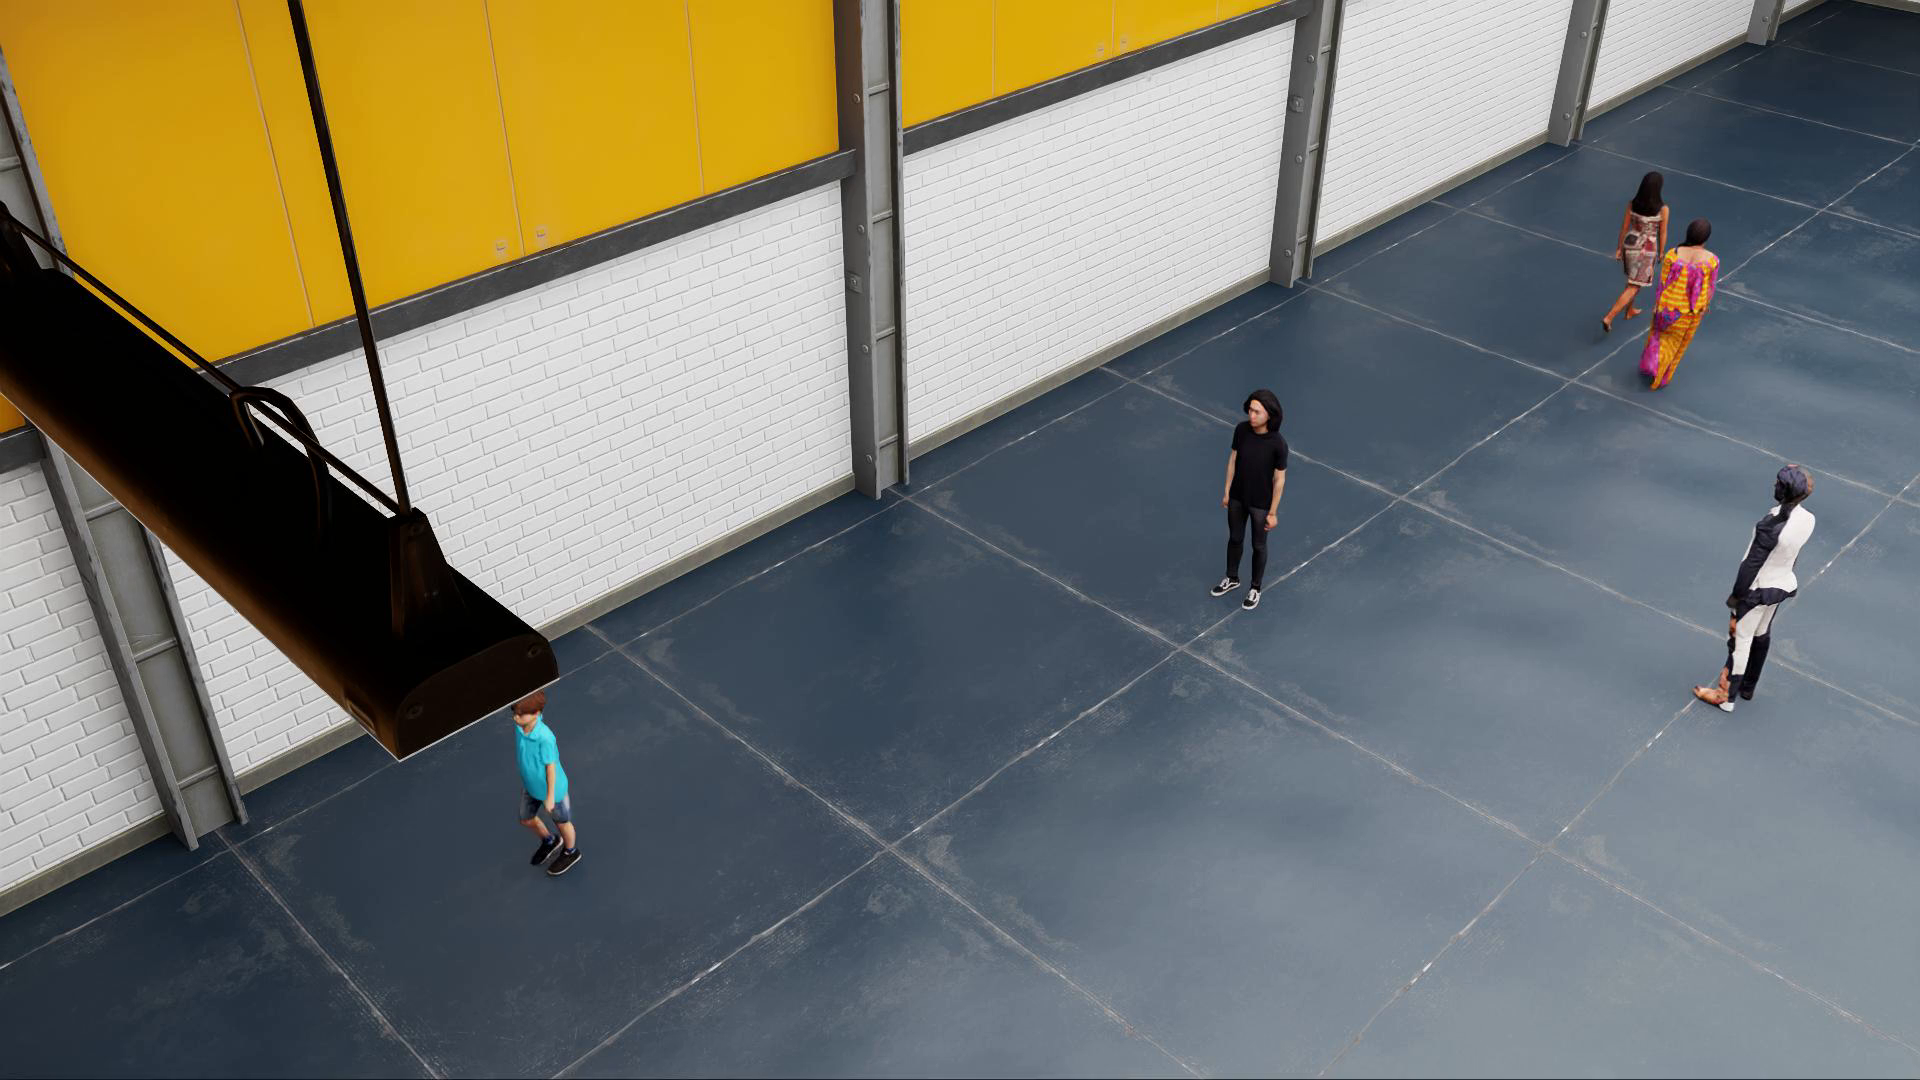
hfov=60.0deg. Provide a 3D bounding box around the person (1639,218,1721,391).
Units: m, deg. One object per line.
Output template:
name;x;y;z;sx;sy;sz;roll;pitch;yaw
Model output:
person;6.717;-2.195;15.528;0.742;1.654;0.820;18;38;25

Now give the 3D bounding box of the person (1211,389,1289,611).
person;2.218;-0.339;12.570;0.639;1.837;0.534;26;42;34

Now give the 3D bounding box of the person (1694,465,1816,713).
person;5.549;0.341;11.497;0.599;1.892;0.781;-20;38;-27

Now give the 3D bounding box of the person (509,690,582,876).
person;-2.511;1.442;10.249;0.549;1.441;0.552;22;39;29

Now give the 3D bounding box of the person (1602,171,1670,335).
person;6.703;-2.823;16.505;1.092;1.618;0.655;-26;41;-33
